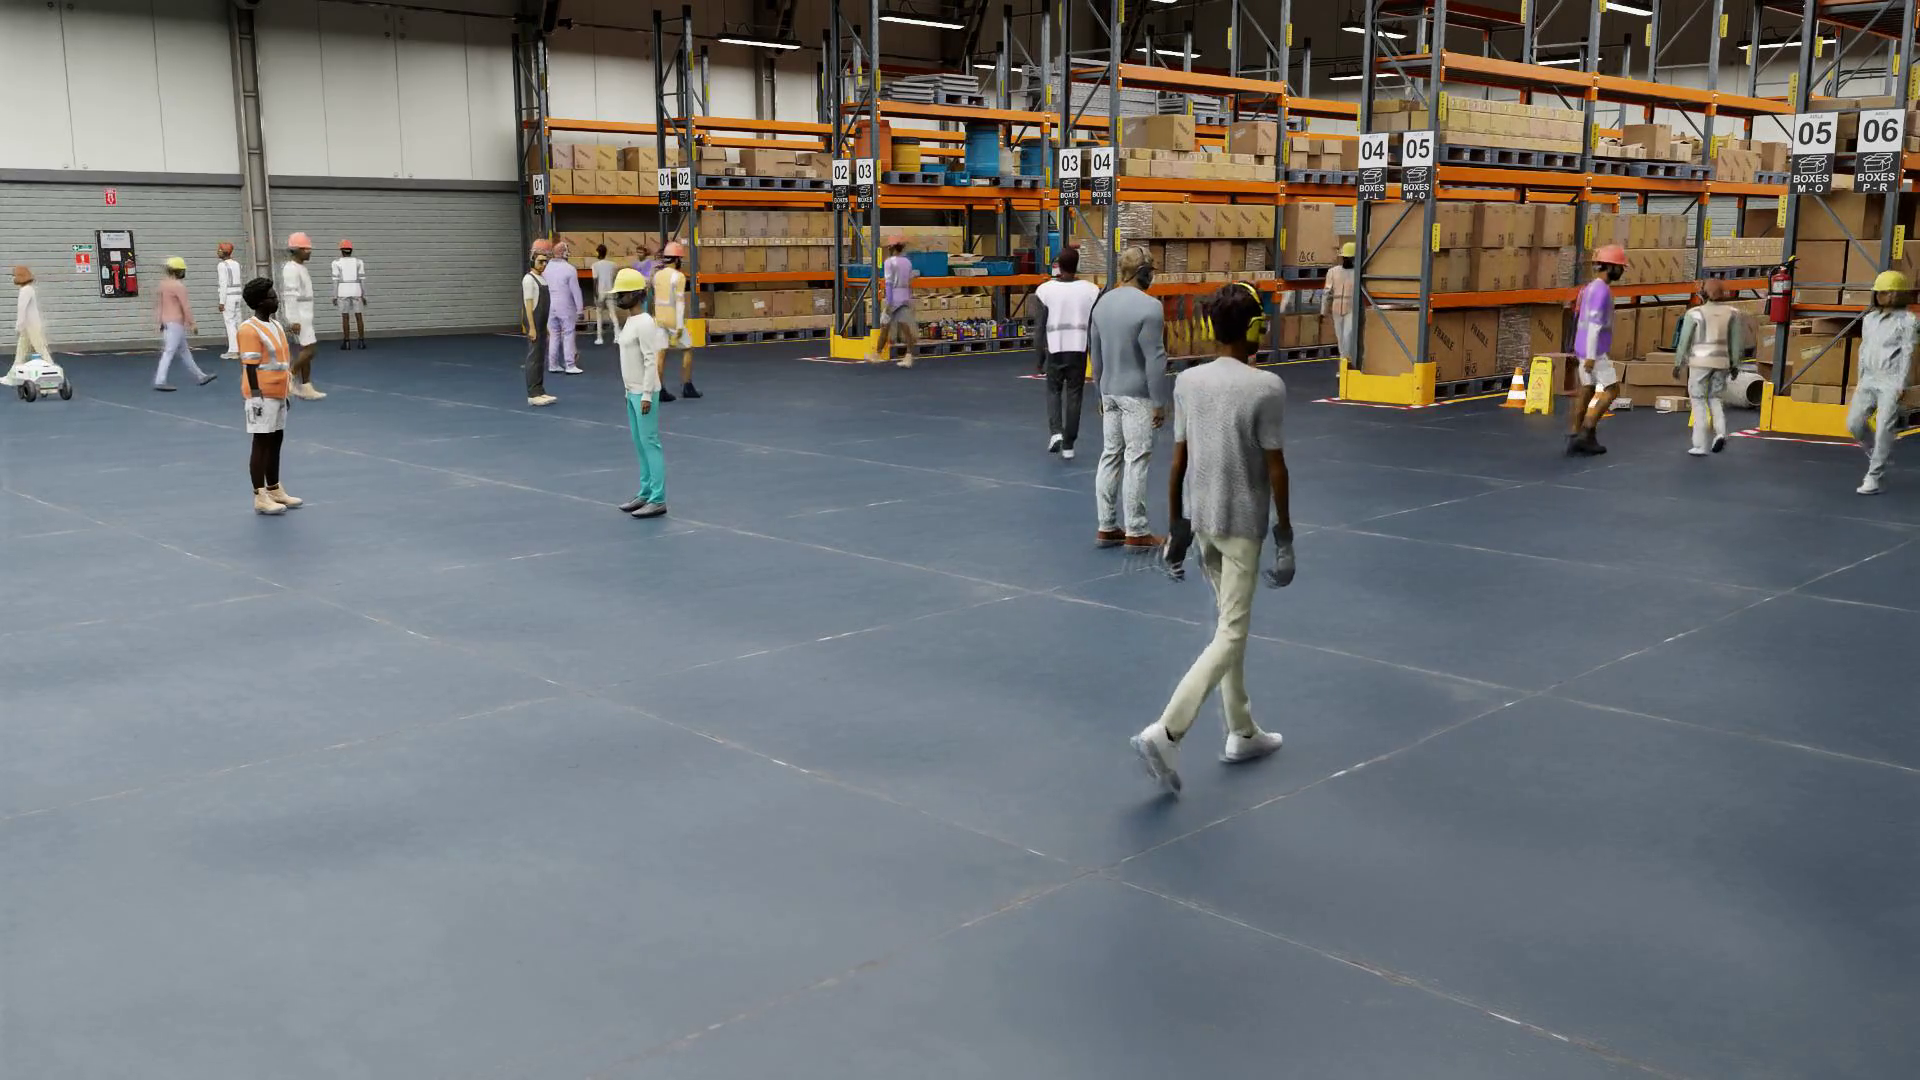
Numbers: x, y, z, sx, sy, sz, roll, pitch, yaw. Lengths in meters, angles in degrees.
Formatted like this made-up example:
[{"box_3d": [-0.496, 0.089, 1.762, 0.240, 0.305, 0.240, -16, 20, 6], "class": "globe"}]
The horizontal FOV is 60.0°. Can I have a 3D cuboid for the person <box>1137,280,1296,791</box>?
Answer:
[{"box_3d": [0.949, -0.026, 6.126, 0.851, 1.848, 0.518, -8, 13, -38], "class": "person"}]

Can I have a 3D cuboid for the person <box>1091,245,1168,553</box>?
[{"box_3d": [1.088, -0.903, 10.632, 0.355, 1.936, 0.635, -7, 13, -34], "class": "person"}]

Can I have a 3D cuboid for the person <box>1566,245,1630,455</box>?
[{"box_3d": [5.813, -1.718, 15.138, 0.502, 1.910, 0.567, 2, 11, 13], "class": "person"}]

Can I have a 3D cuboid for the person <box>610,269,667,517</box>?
[{"box_3d": [-2.319, -1.055, 11.936, 0.329, 1.765, 0.533, -5, 11, -24], "class": "person"}]

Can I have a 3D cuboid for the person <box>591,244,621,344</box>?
[{"box_3d": [-6.522, -4.524, 30.634, 0.506, 1.843, 0.846, -6, 12, -31], "class": "person"}]

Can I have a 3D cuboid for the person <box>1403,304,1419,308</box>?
[{"box_3d": [7.267, -3.694, 26.254, 0.753, 1.804, 0.488, -3, 11, -14], "class": "person"}]

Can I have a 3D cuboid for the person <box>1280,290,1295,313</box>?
[{"box_3d": [7.990, -6.292, 40.022, 1.048, 1.942, 0.651, -7, 13, -34], "class": "person"}]

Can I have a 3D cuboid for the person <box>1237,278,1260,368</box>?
[{"box_3d": [2.457, -1.472, 14.574, 0.377, 1.623, 0.539, 6, 12, 29], "class": "person"}]

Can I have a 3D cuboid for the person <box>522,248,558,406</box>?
[{"box_3d": [-5.025, -2.540, 19.820, 0.350, 1.843, 0.506, 1, 10, 6], "class": "person"}]

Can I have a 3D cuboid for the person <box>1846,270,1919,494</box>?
[{"box_3d": [7.199, -1.228, 12.959, 0.403, 1.730, 0.489, -5, 11, -24], "class": "person"}]

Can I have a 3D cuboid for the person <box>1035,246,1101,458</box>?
[{"box_3d": [0.985, -1.701, 15.071, 0.602, 1.900, 0.459, 1, 10, 3], "class": "person"}]

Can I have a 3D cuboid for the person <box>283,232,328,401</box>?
[{"box_3d": [-7.978, -2.701, 20.171, 0.447, 2.033, 0.629, -1, 10, -8], "class": "person"}]

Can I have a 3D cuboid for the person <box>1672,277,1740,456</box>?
[{"box_3d": [6.820, -1.576, 15.173, 0.548, 1.618, 0.364, -1, 10, -4], "class": "person"}]

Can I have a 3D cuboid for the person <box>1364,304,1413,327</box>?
[{"box_3d": [5.766, -3.032, 22.378, 0.611, 1.895, 1.014, 9, 14, 42], "class": "person"}]

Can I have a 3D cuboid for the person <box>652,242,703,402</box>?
[{"box_3d": [-3.471, -2.659, 20.304, 0.548, 1.907, 0.781, 7, 12, 32], "class": "person"}]

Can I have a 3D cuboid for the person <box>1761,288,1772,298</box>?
[{"box_3d": [15.778, -4.767, 32.086, 0.892, 1.788, 0.639, -5, 11, -24], "class": "person"}]

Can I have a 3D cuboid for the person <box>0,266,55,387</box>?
[{"box_3d": [-12.305, -2.784, 21.803, 0.831, 1.587, 0.530, -5, 11, -25], "class": "person"}]

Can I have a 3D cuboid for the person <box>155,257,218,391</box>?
[{"box_3d": [-10.140, -2.812, 21.643, 0.545, 1.715, 0.920, 9, 13, 39], "class": "person"}]

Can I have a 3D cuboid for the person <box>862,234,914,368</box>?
[{"box_3d": [-1.047, -3.639, 25.376, 0.988, 1.997, 0.642, 9, 14, 40], "class": "person"}]

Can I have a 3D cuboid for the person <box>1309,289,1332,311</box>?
[{"box_3d": [6.548, -4.402, 29.847, 0.573, 1.880, 0.998, 9, 14, 42], "class": "person"}]

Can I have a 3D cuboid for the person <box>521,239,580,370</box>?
[{"box_3d": [-6.193, -3.557, 25.082, 0.627, 1.959, 0.997, 8, 13, 36], "class": "person"}]

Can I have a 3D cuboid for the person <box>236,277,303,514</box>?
[{"box_3d": [-5.037, -1.056, 12.111, 0.315, 1.700, 0.541, 0, 10, 1], "class": "person"}]

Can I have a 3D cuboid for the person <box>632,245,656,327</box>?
[{"box_3d": [-5.980, -4.669, 31.481, 0.579, 1.820, 0.454, 7, 12, 33], "class": "person"}]

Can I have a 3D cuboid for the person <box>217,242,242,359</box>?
[{"box_3d": [-11.943, -3.916, 27.204, 0.345, 1.883, 0.584, 1, 10, 5], "class": "person"}]

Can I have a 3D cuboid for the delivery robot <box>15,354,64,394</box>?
[{"box_3d": [-11.338, -2.041, 20.474, 0.707, 0.478, 0.477, 9, 14, 41], "class": "delivery robot"}]

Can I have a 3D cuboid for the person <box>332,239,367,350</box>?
[{"box_3d": [-10.809, -4.341, 29.428, 0.588, 1.926, 0.398, -6, 12, -28], "class": "person"}]

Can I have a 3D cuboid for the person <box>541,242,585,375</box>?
[{"box_3d": [-5.763, -3.359, 24.147, 0.675, 1.899, 0.429, 5, 12, 26], "class": "person"}]

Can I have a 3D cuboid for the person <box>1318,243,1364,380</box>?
[{"box_3d": [5.280, -3.143, 22.976, 0.606, 1.885, 0.903, 7, 13, 34], "class": "person"}]
